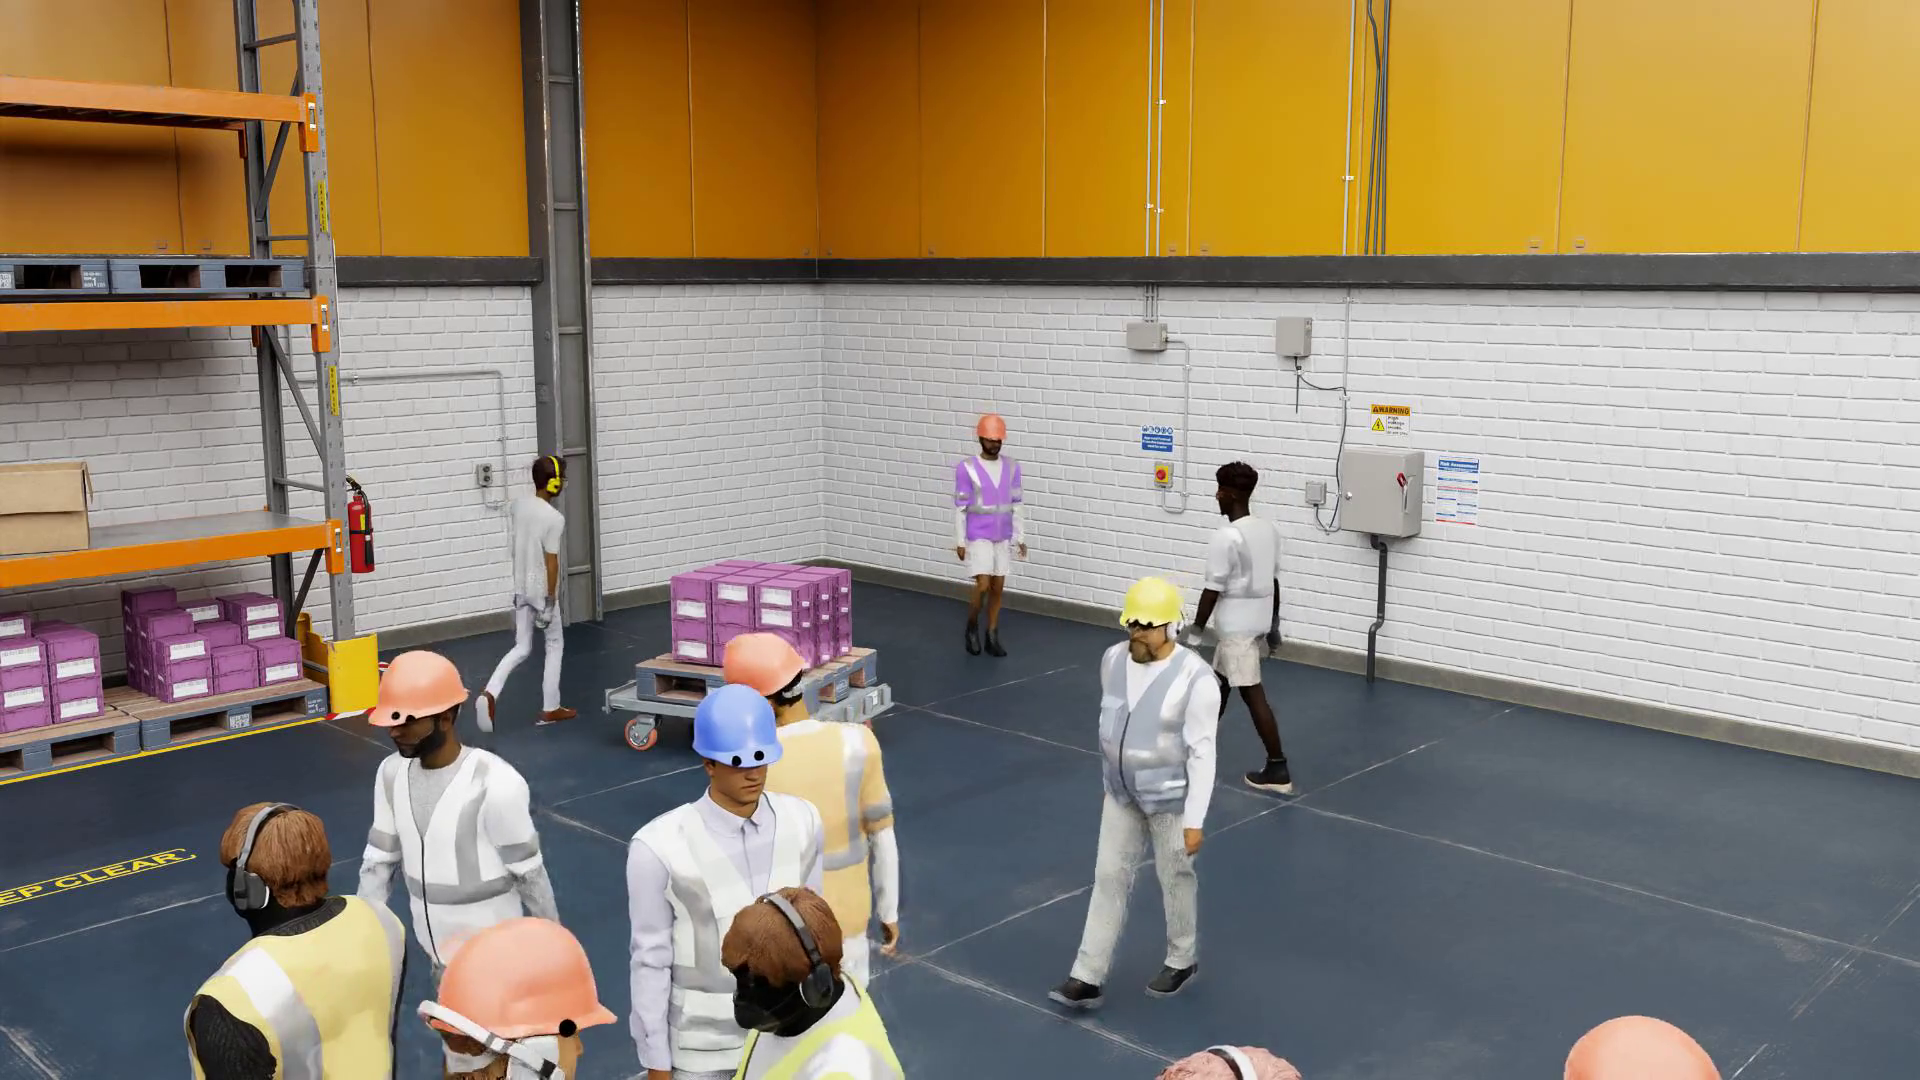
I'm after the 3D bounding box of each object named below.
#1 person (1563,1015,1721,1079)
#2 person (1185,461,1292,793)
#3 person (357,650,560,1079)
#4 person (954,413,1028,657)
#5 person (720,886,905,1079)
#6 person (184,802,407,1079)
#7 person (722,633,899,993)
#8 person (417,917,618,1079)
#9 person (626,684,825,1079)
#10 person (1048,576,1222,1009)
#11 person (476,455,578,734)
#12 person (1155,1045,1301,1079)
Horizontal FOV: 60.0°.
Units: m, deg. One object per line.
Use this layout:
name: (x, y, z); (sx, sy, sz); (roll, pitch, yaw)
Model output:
person: (0.969, 1.663, 2.451); (0.629, 1.976, 0.436); (2, 10, 14)
person: (1.589, 0.490, 9.811); (0.990, 1.910, 0.628); (7, 12, 39)
person: (-1.605, 1.262, 5.185); (0.586, 1.875, 0.993); (5, 11, 30)
person: (0.254, -0.029, 12.971); (0.551, 1.924, 0.402); (-5, 10, -27)
person: (-0.312, 1.579, 3.457); (0.525, 1.807, 0.653); (-2, 10, -15)
person: (-1.535, 1.498, 3.850); (0.429, 1.843, 0.633); (2, 10, 14)
person: (-0.514, 1.233, 5.330); (0.661, 1.894, 0.392); (-2, 9, -12)
person: (-0.728, 1.609, 2.795); (0.641, 1.962, 0.653); (-2, 10, -15)
person: (-0.606, 1.337, 4.514); (0.601, 1.948, 0.387); (-8, 12, -39)
person: (0.730, 1.043, 6.749); (0.621, 1.797, 0.758); (8, 13, 42)
person: (-2.815, 0.363, 10.838); (0.554, 1.832, 0.776); (5, 11, 29)
person: (0.371, 1.684, 2.539); (0.401, 1.901, 0.642); (-6, 11, -34)
